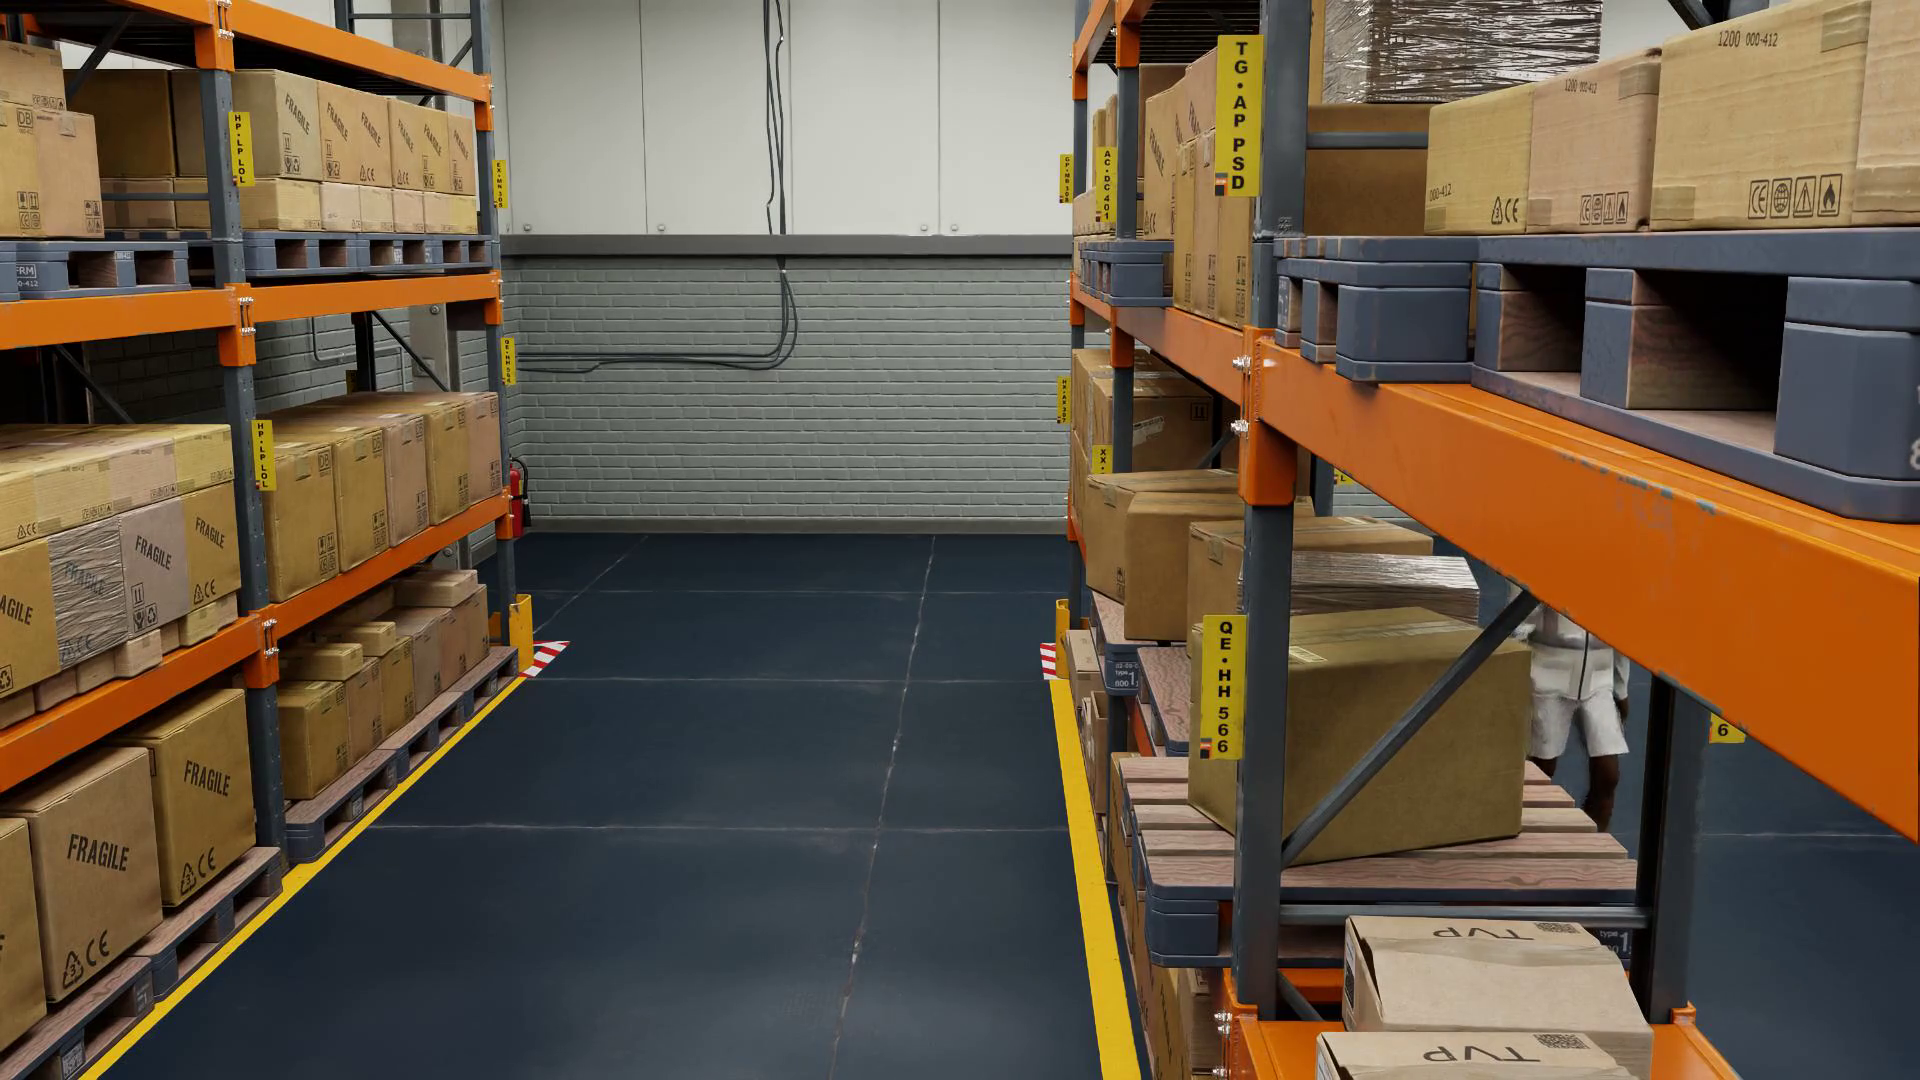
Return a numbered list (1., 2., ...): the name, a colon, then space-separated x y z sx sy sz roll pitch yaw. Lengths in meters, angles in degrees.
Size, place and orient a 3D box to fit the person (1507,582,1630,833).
1. person: 2.815 0.693 7.578 0.629 2.014 0.769 0 10 -2
